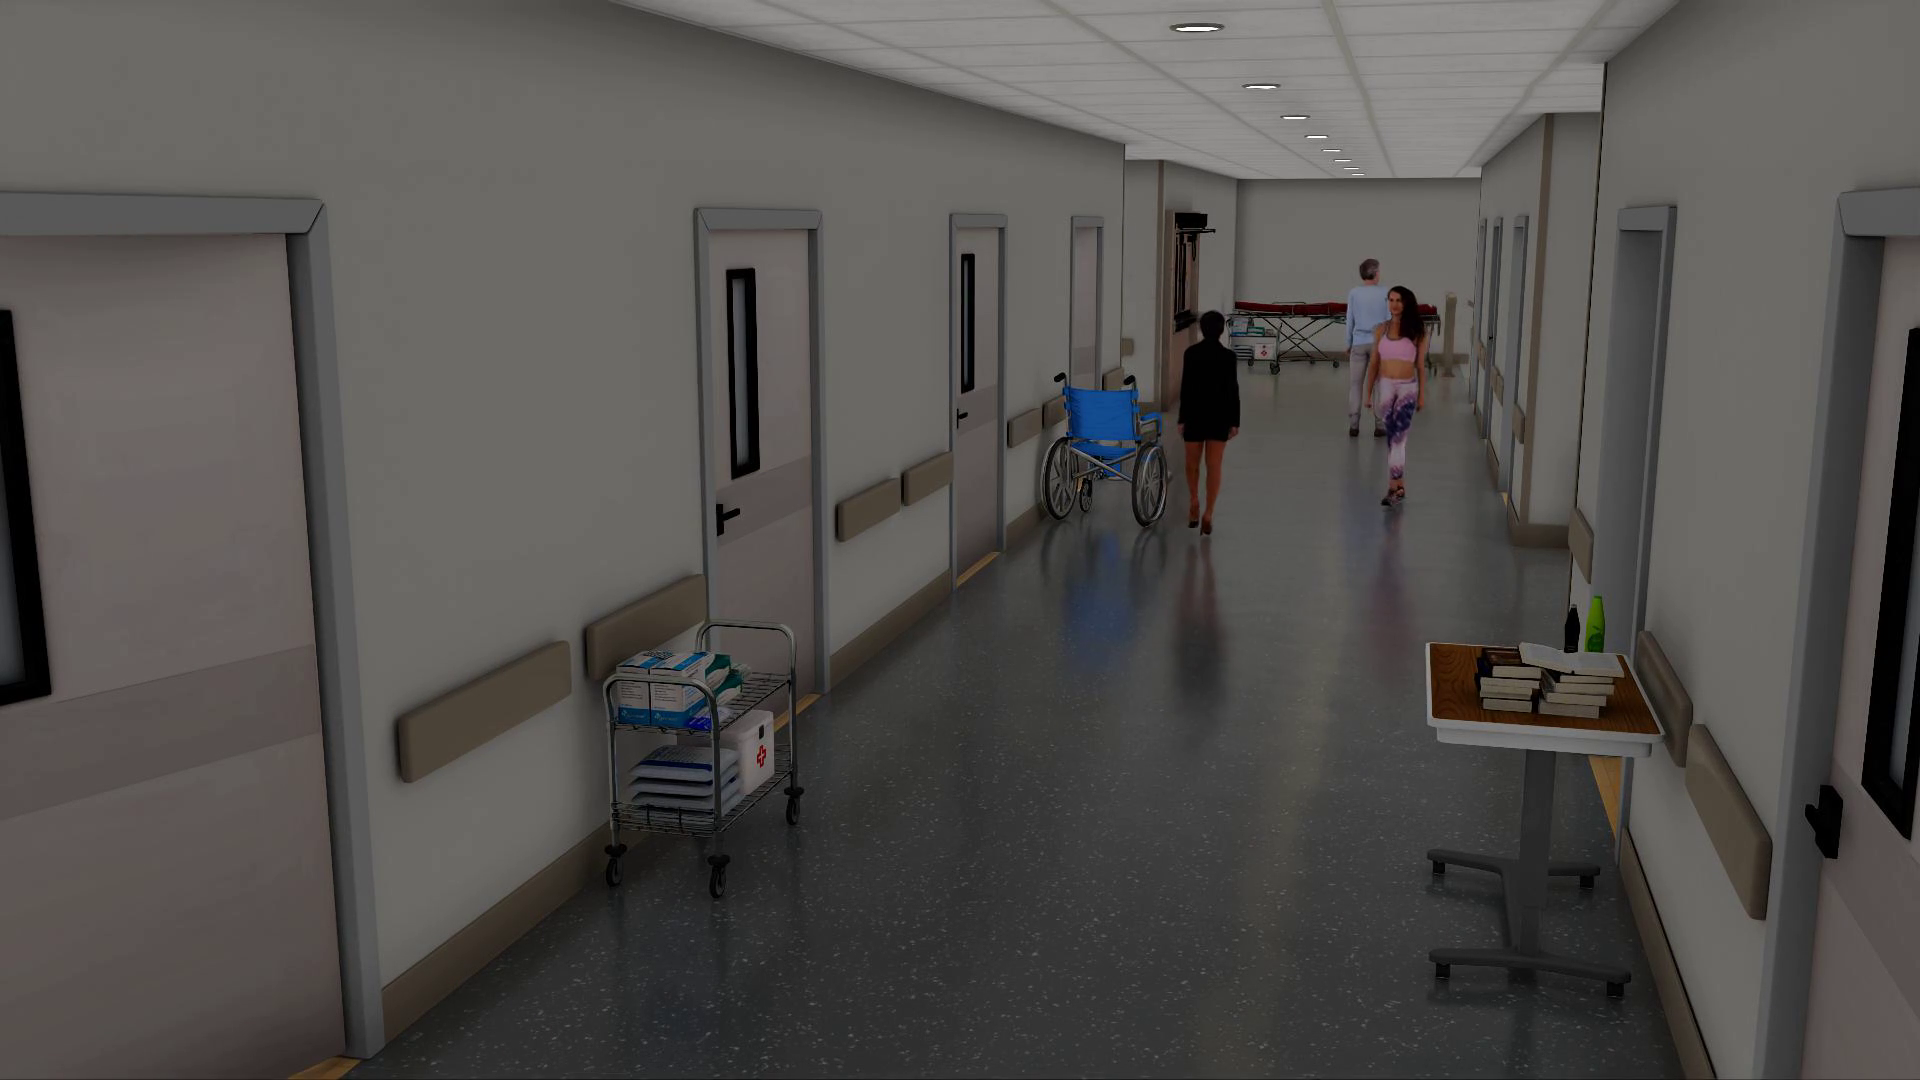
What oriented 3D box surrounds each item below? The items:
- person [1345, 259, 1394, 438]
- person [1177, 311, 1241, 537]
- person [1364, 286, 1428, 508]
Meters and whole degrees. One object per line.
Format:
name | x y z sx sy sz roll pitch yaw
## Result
person | 4.387 -2.064 17.829 0.684 1.889 0.612 5 12 23
person | 1.773 -0.820 11.964 0.580 1.631 0.581 3 11 15
person | 3.552 -1.149 13.406 0.774 1.740 0.993 7 13 33
